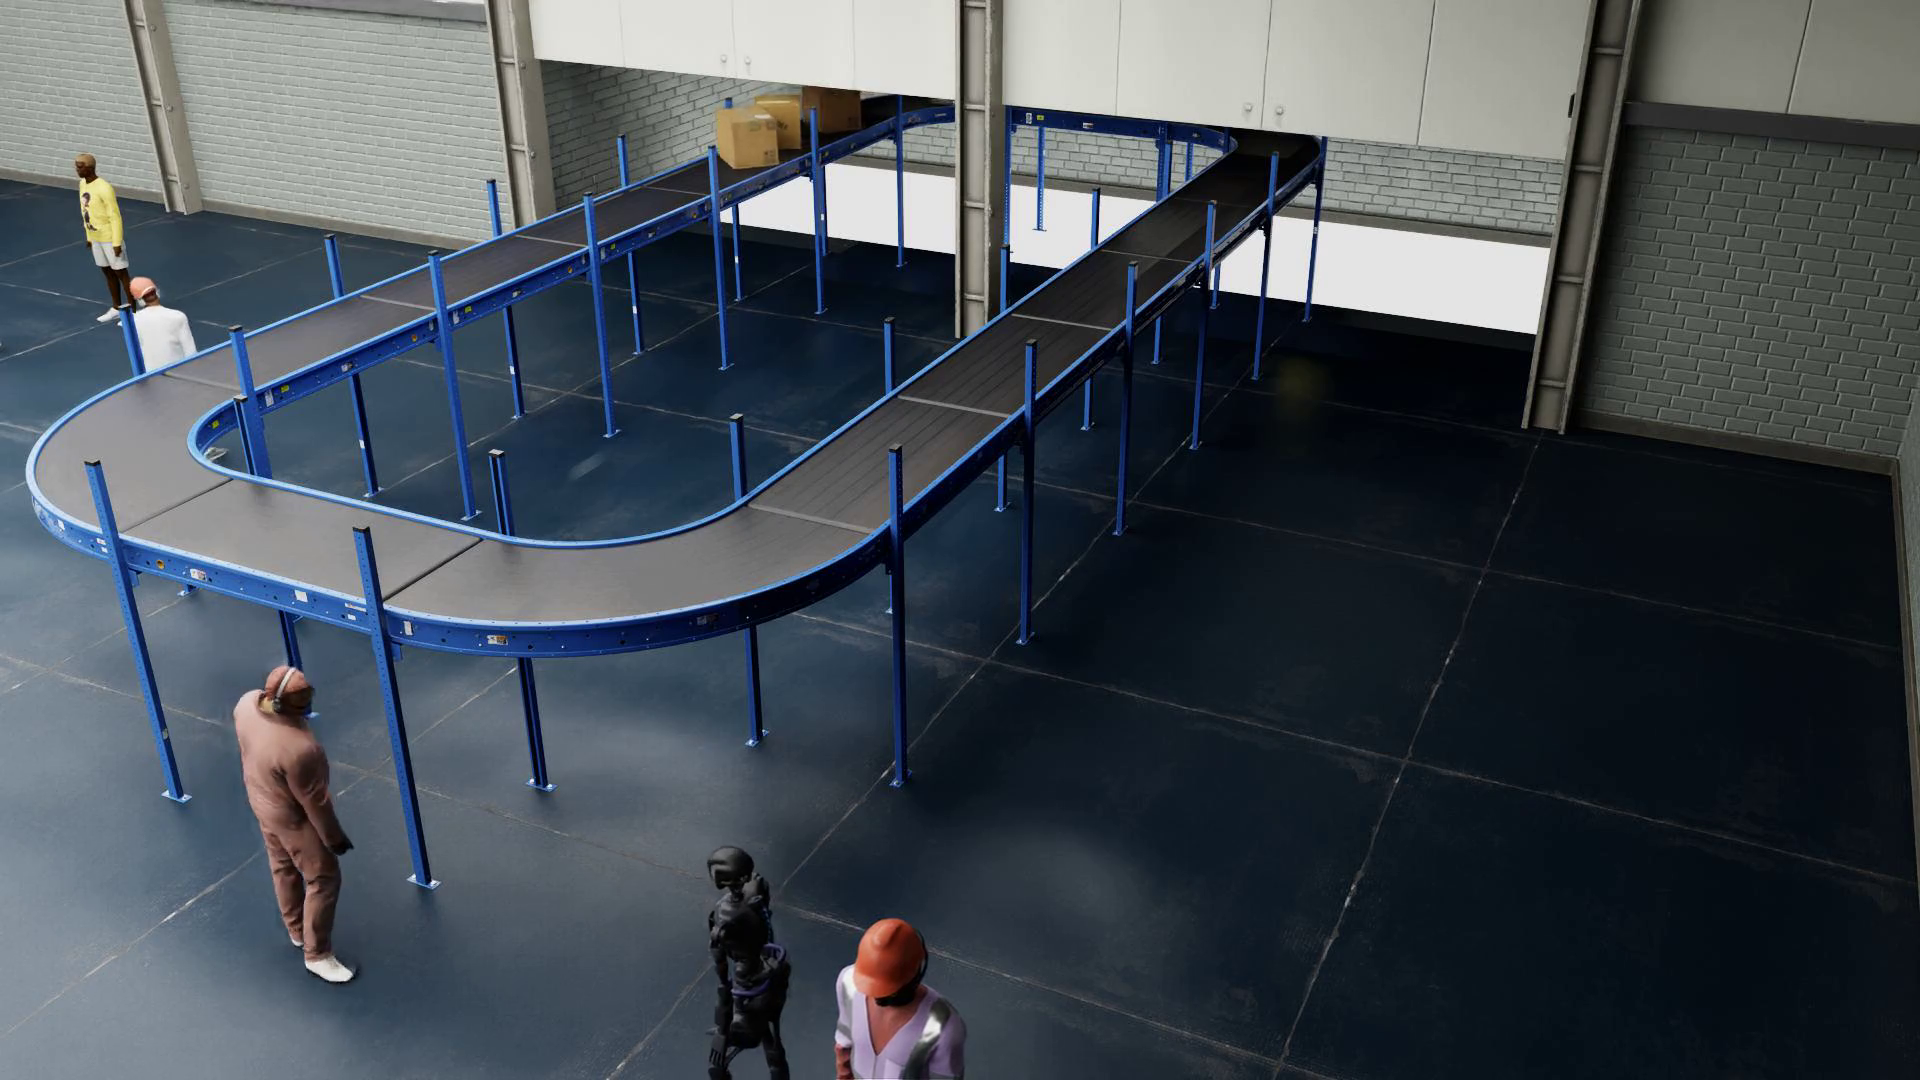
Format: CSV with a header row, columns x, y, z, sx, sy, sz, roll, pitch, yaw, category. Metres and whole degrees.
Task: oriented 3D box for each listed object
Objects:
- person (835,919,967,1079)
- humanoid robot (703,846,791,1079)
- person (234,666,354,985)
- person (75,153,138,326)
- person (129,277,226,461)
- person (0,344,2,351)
x,y,z,sx,sy,sz,roll,pitch,yaw,category
-0.265,2.355,6.754,0.607,2.035,0.403,18,32,32,person
-0.992,2.088,7.685,0.477,1.643,0.606,8,27,15,humanoid robot
-3.523,1.429,8.814,0.754,1.862,0.396,22,34,37,person
-9.413,-3.312,18.318,0.541,1.900,0.374,15,30,28,person
-7.096,-1.517,14.908,0.590,1.707,0.435,-3,27,-7,person
-10.391,-2.804,17.373,0.414,1.831,0.567,-2,26,-4,person
